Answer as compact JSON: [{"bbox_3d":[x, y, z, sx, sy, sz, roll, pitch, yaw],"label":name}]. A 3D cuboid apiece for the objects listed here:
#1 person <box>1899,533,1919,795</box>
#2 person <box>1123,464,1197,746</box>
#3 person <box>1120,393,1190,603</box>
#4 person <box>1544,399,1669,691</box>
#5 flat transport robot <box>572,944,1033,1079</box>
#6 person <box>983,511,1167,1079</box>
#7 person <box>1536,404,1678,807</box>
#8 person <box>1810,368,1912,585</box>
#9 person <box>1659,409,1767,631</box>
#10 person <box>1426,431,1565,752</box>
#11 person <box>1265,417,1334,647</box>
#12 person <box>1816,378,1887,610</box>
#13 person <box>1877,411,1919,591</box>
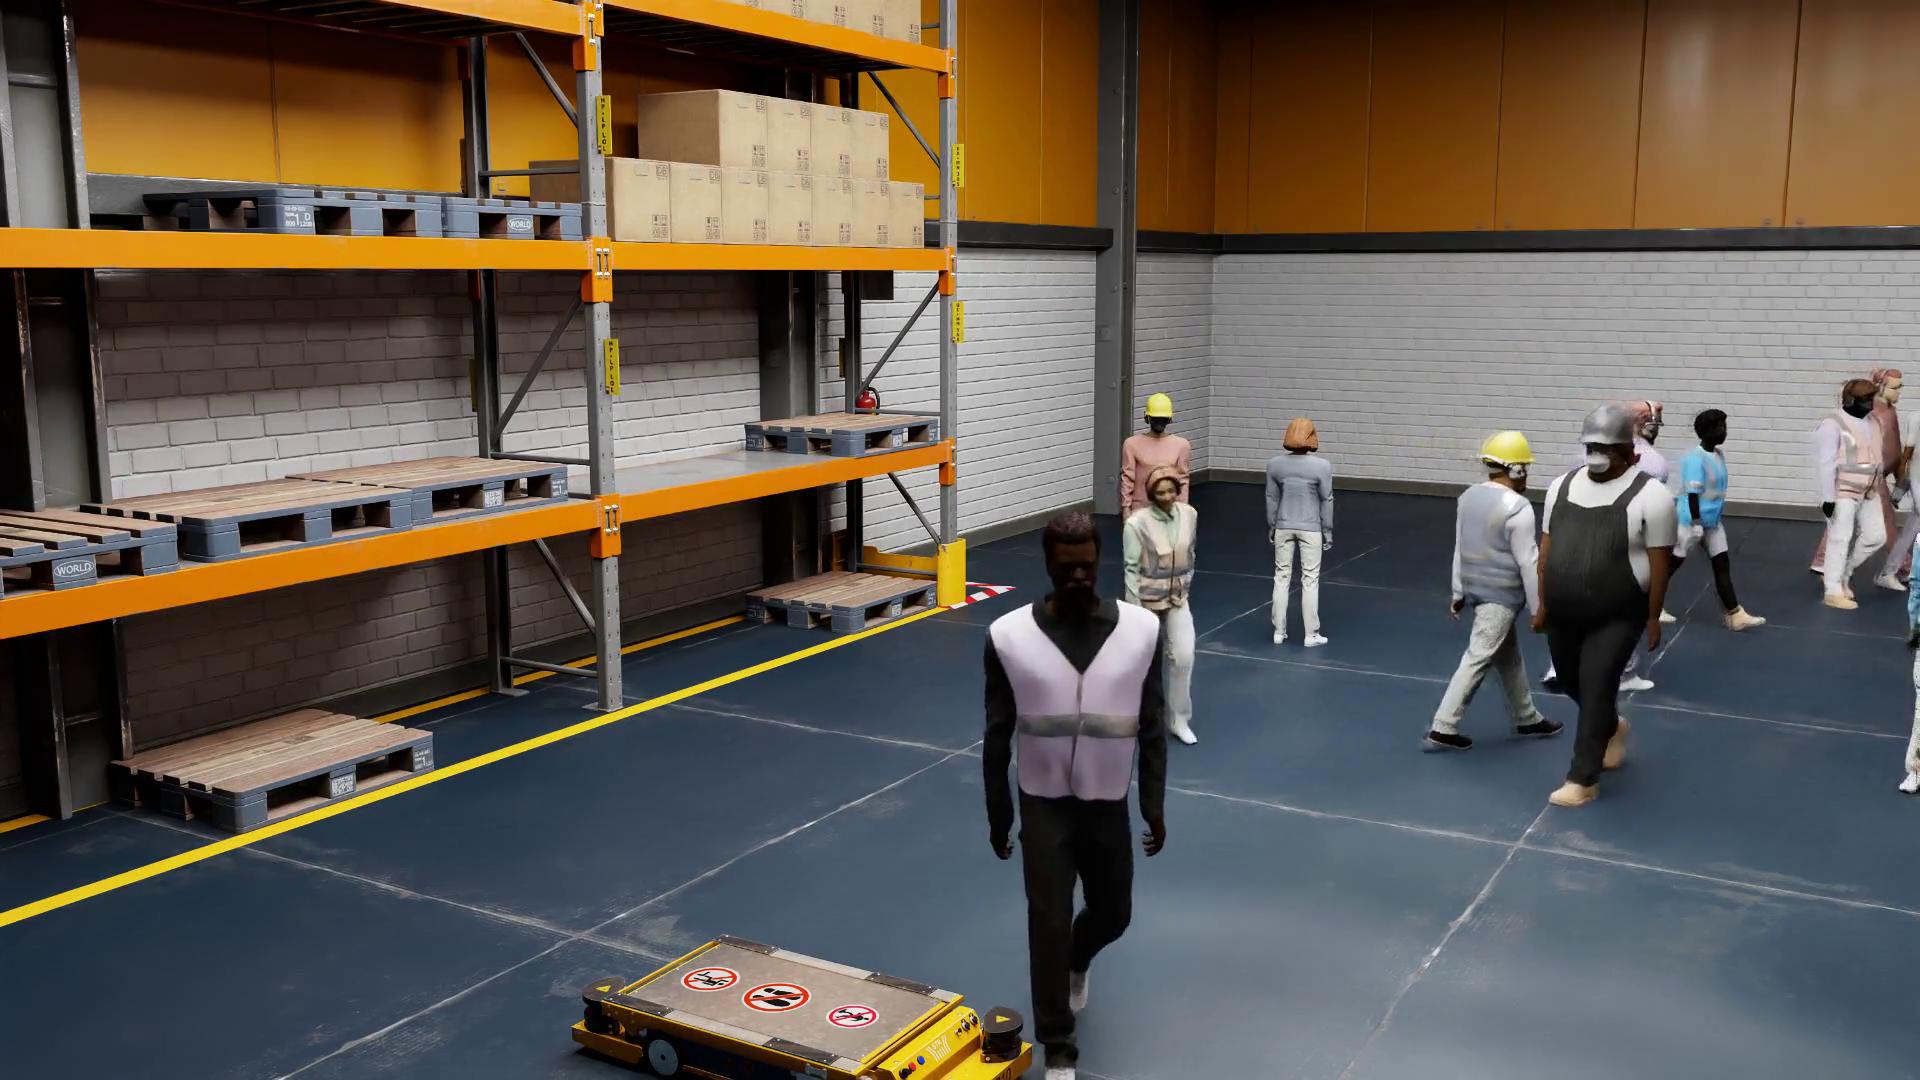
[{"bbox_3d":[5.168,0.484,8.590,0.847,1.595,0.529,-9,13,-43],"label":"person"},{"bbox_3d":[1.110,0.360,9.318,0.536,1.594,0.604,-4,10,-26],"label":"person"},{"bbox_3d":[1.460,-0.219,12.451,0.523,1.766,0.315,-1,9,-4],"label":"person"},{"bbox_3d":[4.075,0.053,10.457,0.695,1.871,0.663,-5,10,-30],"label":"person"},{"bbox_3d":[-0.539,1.630,5.552,1.431,0.197,0.652,5,11,30],"label":"flat transport robot"},{"bbox_3d":[0.369,0.831,5.471,0.603,1.899,0.755,-1,9,-6],"label":"person"},{"bbox_3d":[3.279,0.279,8.479,0.888,2.000,0.687,-7,12,-39],"label":"person"},{"bbox_3d":[7.854,-0.541,14.219,1.025,1.839,0.638,7,11,36],"label":"person"},{"bbox_3d":[5.530,-0.149,12.339,0.546,1.644,0.894,-8,12,-42],"label":"person"},{"bbox_3d":[2.990,0.289,9.225,0.922,1.786,0.611,-2,9,-13],"label":"person"},{"bbox_3d":[2.415,-0.058,11.840,0.497,1.636,0.286,5,11,30],"label":"person"},{"bbox_3d":[7.041,-0.363,13.145,0.657,1.827,0.455,-4,10,-23],"label":"person"},{"bbox_3d":[7.969,-0.427,13.595,0.531,1.810,0.992,-3,10,-19],"label":"person"}]
